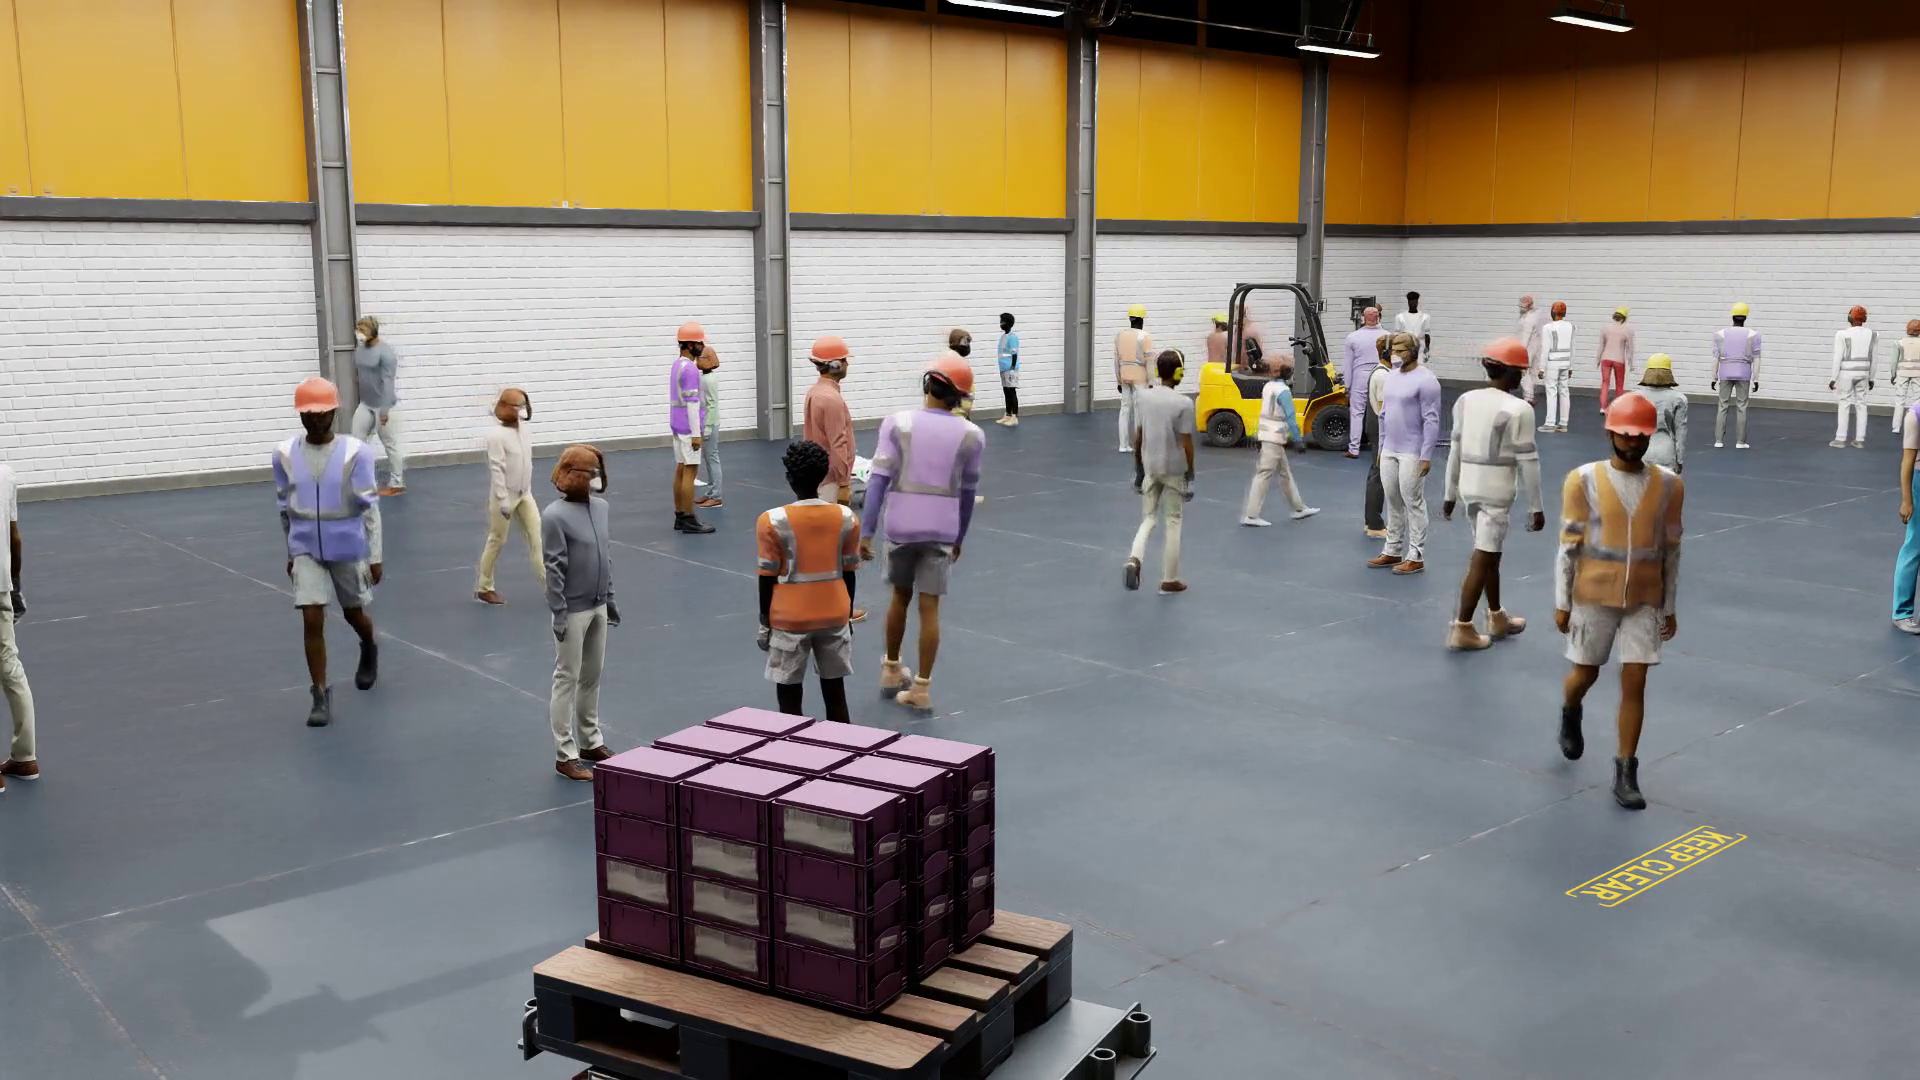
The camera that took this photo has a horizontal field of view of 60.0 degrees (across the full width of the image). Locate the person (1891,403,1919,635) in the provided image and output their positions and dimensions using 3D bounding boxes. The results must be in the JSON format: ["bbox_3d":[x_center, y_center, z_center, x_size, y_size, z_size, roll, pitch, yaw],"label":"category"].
[{"bbox_3d":[6.564,-0.290,11.204,0.570,1.843,0.372,-3,10,-16],"label":"person"}]

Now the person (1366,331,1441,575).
[{"bbox_3d":[3.556,-0.695,13.308,0.355,1.936,0.637,-4,11,-23],"label":"person"}]

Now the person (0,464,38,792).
[{"bbox_3d":[-4.657,0.273,7.863,0.329,1.865,0.509,3,10,16],"label":"person"}]

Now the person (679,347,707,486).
[{"bbox_3d":[-2.984,-1.407,18.376,0.312,1.633,0.521,-4,11,-24],"label":"person"}]

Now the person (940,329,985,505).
[{"bbox_3d":[-0.024,-1.249,16.987,0.675,1.792,0.700,0,10,-1],"label":"person"}]

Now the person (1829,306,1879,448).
[{"bbox_3d":[11.821,-2.154,22.010,0.584,1.882,0.337,0,10,1],"label":"person"}]

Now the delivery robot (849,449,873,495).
[{"bbox_3d":[-1.089,-0.684,17.013,0.477,0.478,0.707,1,10,6],"label":"delivery robot"}]

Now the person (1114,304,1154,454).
[{"bbox_3d":[2.246,-2.064,21.353,0.587,1.927,0.367,8,13,40],"label":"person"}]

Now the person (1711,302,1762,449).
[{"bbox_3d":[10.200,-2.153,21.876,0.594,1.925,0.370,6,11,32],"label":"person"}]

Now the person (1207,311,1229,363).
[{"bbox_3d":[3.718,-2.403,23.882,0.469,1.743,0.521,-6,11,-29],"label":"person"}]

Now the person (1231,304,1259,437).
[{"bbox_3d":[4.078,-2.376,23.352,0.627,1.880,0.658,-1,10,-8],"label":"person"}]

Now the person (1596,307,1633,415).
[{"bbox_3d":[10.473,-2.858,26.615,0.550,1.751,0.623,7,12,37],"label":"person"}]

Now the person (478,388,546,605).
[{"bbox_3d":[-3.171,-0.298,12.011,0.828,1.587,0.513,4,11,24],"label":"person"}]

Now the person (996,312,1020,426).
[{"bbox_3d":[0.718,-2.556,24.909,0.317,1.696,0.540,-3,10,-17],"label":"person"}]

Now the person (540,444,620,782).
[{"bbox_3d":[-1.841,0.341,8.131,0.287,1.634,0.497,4,10,21],"label":"person"}]

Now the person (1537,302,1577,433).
[{"bbox_3d":[8.590,-2.485,23.953,0.574,1.882,0.358,-4,10,-21],"label":"person"}]

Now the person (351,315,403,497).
[{"bbox_3d":[-6.169,-1.362,17.281,0.662,1.910,0.833,6,12,33],"label":"person"}]

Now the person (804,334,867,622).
[{"bbox_3d":[-0.894,-0.427,11.566,0.373,1.997,0.619,-4,10,-22],"label":"person"}]

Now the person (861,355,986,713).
[{"bbox_3d":[-0.208,-0.049,9.420,0.706,1.976,0.742,-1,10,-4],"label":"person"}]

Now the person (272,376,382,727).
[{"bbox_3d":[-3.485,0.020,9.271,0.560,1.907,0.872,-2,10,-9],"label":"person"}]

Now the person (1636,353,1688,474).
[{"bbox_3d":[5.765,-0.681,13.820,0.484,1.736,0.305,4,11,24],"label":"person"}]

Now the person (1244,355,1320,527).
[{"bbox_3d":[3.059,-0.922,15.598,0.840,1.599,0.540,-1,10,-6],"label":"person"}]

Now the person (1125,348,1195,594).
[{"bbox_3d":[1.496,-0.495,12.369,0.547,1.855,0.584,7,12,36],"label":"person"}]

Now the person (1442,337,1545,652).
[{"bbox_3d":[3.517,-0.290,10.715,0.886,2.010,0.652,-5,11,-25],"label":"person"}]

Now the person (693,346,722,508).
[{"bbox_3d":[-2.562,-1.147,16.838,0.285,1.636,0.497,-3,10,-16],"label":"person"}]

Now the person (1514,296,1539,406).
[{"bbox_3d":[9.581,-3.193,28.162,0.396,1.872,0.739,5,11,27],"label":"person"}]

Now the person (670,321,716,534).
[{"bbox_3d":[-2.469,-1.030,15.272,0.379,1.938,0.547,-4,11,-23],"label":"person"}]

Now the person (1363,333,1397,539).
[{"bbox_3d":[3.815,-0.932,14.964,0.334,1.845,0.513,2,10,9],"label":"person"}]

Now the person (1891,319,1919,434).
[{"bbox_3d":[13.534,-2.317,23.674,0.512,1.642,0.311,6,11,32],"label":"person"}]

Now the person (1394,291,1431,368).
[{"bbox_3d":[7.576,-3.195,27.895,0.605,1.953,0.370,2,10,12],"label":"person"}]

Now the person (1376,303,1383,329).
[{"bbox_3d":[6.187,-2.655,25.073,0.429,1.840,0.632,-3,10,-19],"label":"person"}]

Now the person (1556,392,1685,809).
[{"bbox_3d":[3.107,0.244,7.885,0.560,1.915,0.809,2,10,9],"label":"person"}]

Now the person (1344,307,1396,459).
[{"bbox_3d":[5.129,-1.964,20.857,0.639,1.900,0.401,1,10,3],"label":"person"}]

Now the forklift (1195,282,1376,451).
[{"bbox_3d":[4.328,-2.346,22.227,2.313,2.155,1.214,3,10,16],"label":"forklift"}]

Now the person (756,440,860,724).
[{"bbox_3d":[-0.704,0.376,7.770,0.530,1.689,0.321,-6,11,-32],"label":"person"}]
